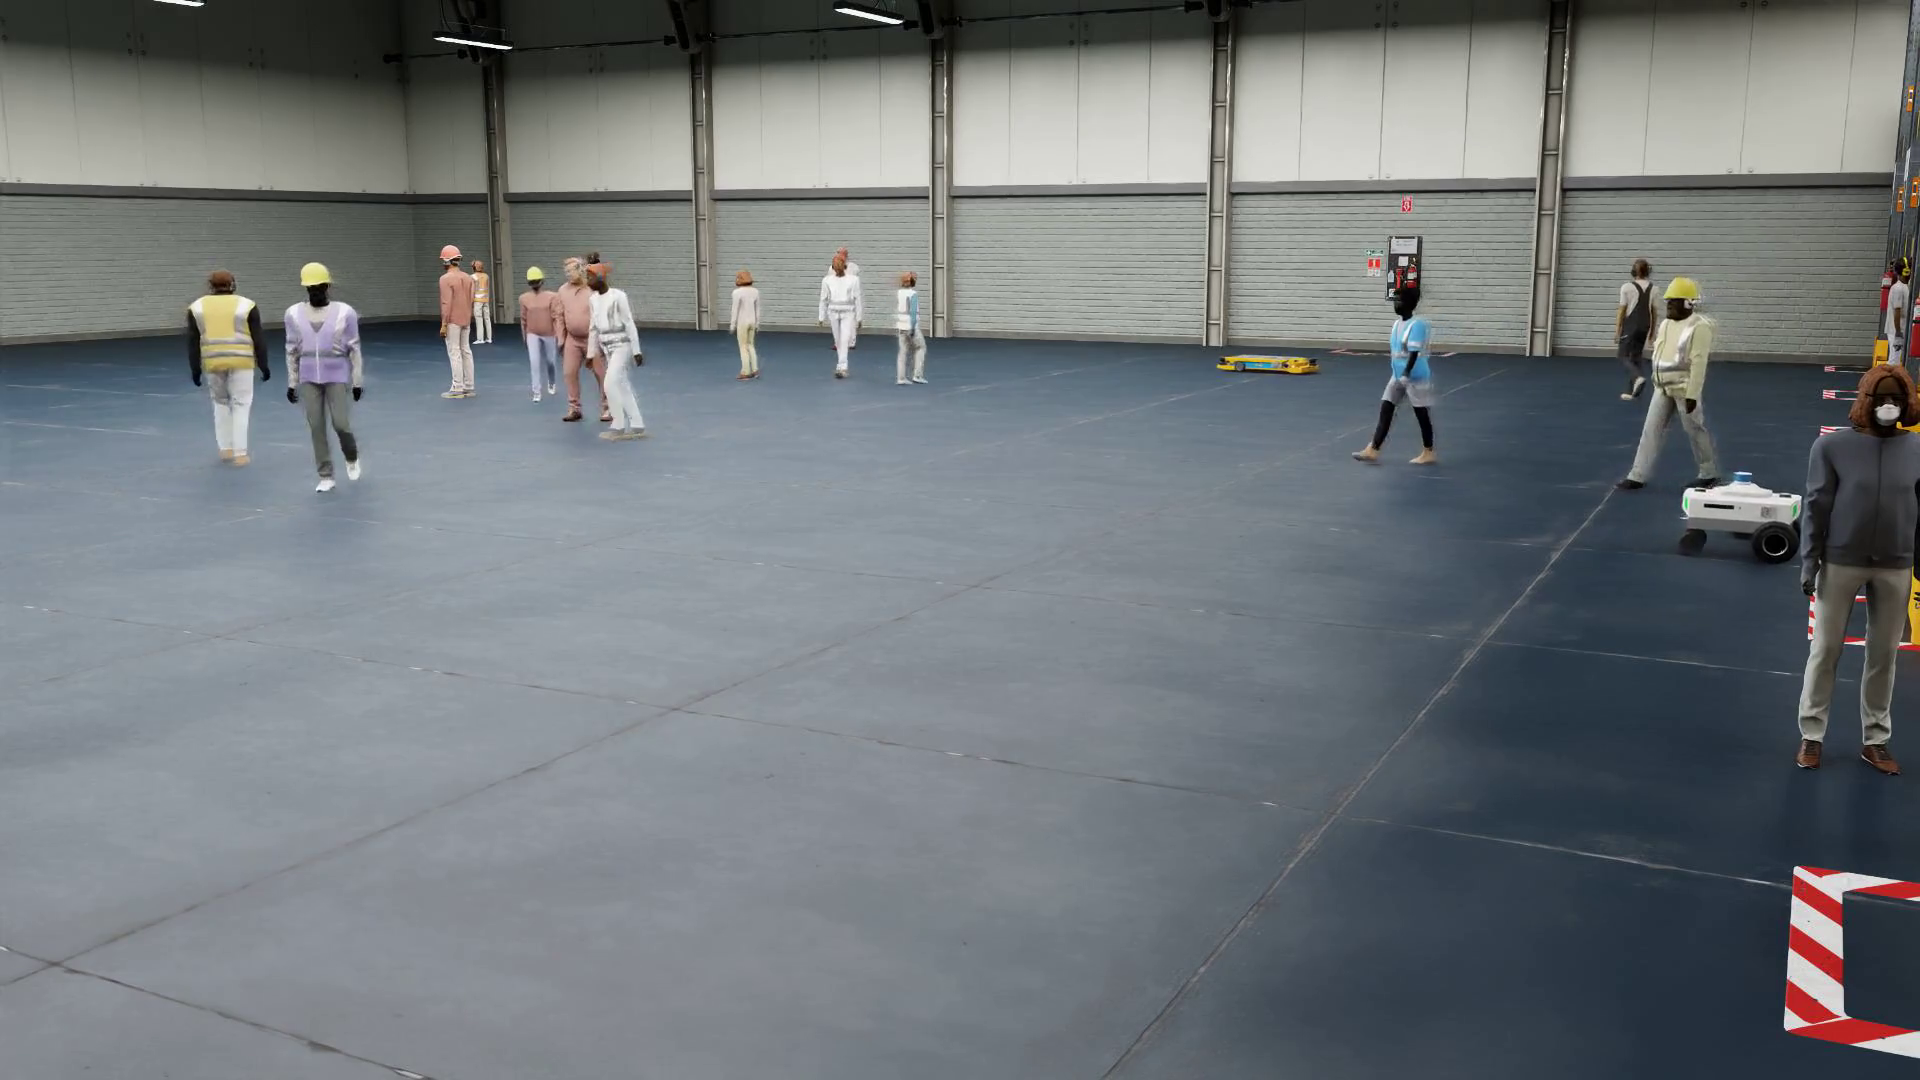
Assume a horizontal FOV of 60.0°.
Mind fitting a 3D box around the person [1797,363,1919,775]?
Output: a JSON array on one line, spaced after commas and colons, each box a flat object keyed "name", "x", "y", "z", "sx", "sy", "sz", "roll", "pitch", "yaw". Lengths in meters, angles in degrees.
[{"name": "person", "x": 3.604, "y": 0.116, "z": 6.609, "sx": 0.499, "sy": 1.633, "sz": 0.286, "roll": 3, "pitch": 11, "yaw": 14}]

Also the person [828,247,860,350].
[{"name": "person", "x": -2.184, "y": -4.495, "z": 31.010, "sx": 0.641, "sy": 1.909, "sz": 0.409, "roll": -7, "pitch": 12, "yaw": -33}]

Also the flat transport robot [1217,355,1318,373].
[{"name": "flat transport robot", "x": 4.814, "y": -2.766, "z": 26.045, "sx": 1.431, "sy": 0.197, "sz": 0.652, "roll": 7, "pitch": 13, "yaw": 34}]

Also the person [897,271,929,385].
[{"name": "person", "x": -0.675, "y": -3.019, "z": 23.737, "sx": 0.561, "sy": 1.619, "sz": 0.523, "roll": -7, "pitch": 13, "yaw": -34}]

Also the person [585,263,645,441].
[{"name": "person", "x": -3.625, "y": -1.964, "z": 17.380, "sx": 0.696, "sy": 1.839, "sz": 0.605, "roll": -9, "pitch": 14, "yaw": -41}]

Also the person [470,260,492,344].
[{"name": "person", "x": -9.426, "y": -4.663, "z": 32.654, "sx": 0.313, "sy": 1.639, "sz": 0.517, "roll": 6, "pitch": 12, "yaw": 28}]

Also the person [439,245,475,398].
[{"name": "person", "x": -6.630, "y": -2.859, "z": 21.843, "sx": 0.385, "sy": 1.993, "sz": 0.623, "roll": 3, "pitch": 11, "yaw": 17}]

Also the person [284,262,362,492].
[{"name": "person", "x": -5.319, "y": -1.368, "z": 13.952, "sx": 0.592, "sy": 1.908, "sz": 0.508, "roll": -1, "pitch": 10, "yaw": -4}]

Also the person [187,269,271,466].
[{"name": "person", "x": -6.808, "y": -1.617, "z": 15.563, "sx": 0.649, "sy": 1.818, "sz": 0.676, "roll": -1, "pitch": 10, "yaw": -6}]

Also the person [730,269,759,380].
[{"name": "person", "x": -3.190, "y": -3.192, "z": 24.654, "sx": 0.295, "sy": 1.632, "sz": 0.503, "roll": 8, "pitch": 13, "yaw": 36}]

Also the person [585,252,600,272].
[{"name": "person", "x": -7.451, "y": -4.947, "z": 33.782, "sx": 0.940, "sy": 1.801, "sz": 0.635, "roll": -1, "pitch": 10, "yaw": -7}]

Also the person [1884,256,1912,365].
[{"name": "person", "x": 11.339, "y": -2.473, "z": 20.072, "sx": 0.322, "sy": 1.876, "sz": 0.531, "roll": 6, "pitch": 12, "yaw": 28}]

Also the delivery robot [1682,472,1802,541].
[{"name": "delivery robot", "x": 5.194, "y": -0.208, "z": 11.064, "sx": 0.707, "sy": 0.478, "sz": 0.477, "roll": 6, "pitch": 12, "yaw": 28}]

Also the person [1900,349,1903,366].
[{"name": "person", "x": 11.945, "y": -2.570, "z": 20.585, "sx": 0.979, "sy": 1.895, "sz": 0.550, "roll": 9, "pitch": 14, "yaw": 40}]

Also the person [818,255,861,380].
[{"name": "person", "x": -1.800, "y": -3.309, "z": 24.748, "sx": 0.602, "sy": 1.828, "sz": 0.999, "roll": 2, "pitch": 11, "yaw": 10}]

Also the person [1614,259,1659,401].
[{"name": "person", "x": 8.685, "y": -2.678, "z": 21.297, "sx": 0.520, "sy": 1.833, "sz": 0.590, "roll": -1, "pitch": 10, "yaw": -8}]

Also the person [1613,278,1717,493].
[{"name": "person", "x": 5.939, "y": -1.268, "z": 13.753, "sx": 0.915, "sy": 1.788, "sz": 0.607, "roll": -3, "pitch": 11, "yaw": -15}]

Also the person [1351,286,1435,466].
[{"name": "person", "x": 4.045, "y": -1.497, "z": 15.342, "sx": 0.844, "sy": 1.656, "sz": 0.544, "roll": -3, "pitch": 11, "yaw": -16}]

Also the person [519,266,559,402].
[{"name": "person", "x": -5.448, "y": -2.688, "z": 21.620, "sx": 0.520, "sy": 1.735, "sz": 0.755, "roll": -2, "pitch": 11, "yaw": -11}]

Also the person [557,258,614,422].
[{"name": "person", "x": -4.313, "y": -2.273, "z": 19.015, "sx": 0.648, "sy": 1.871, "sz": 0.586, "roll": 3, "pitch": 11, "yaw": 15}]
